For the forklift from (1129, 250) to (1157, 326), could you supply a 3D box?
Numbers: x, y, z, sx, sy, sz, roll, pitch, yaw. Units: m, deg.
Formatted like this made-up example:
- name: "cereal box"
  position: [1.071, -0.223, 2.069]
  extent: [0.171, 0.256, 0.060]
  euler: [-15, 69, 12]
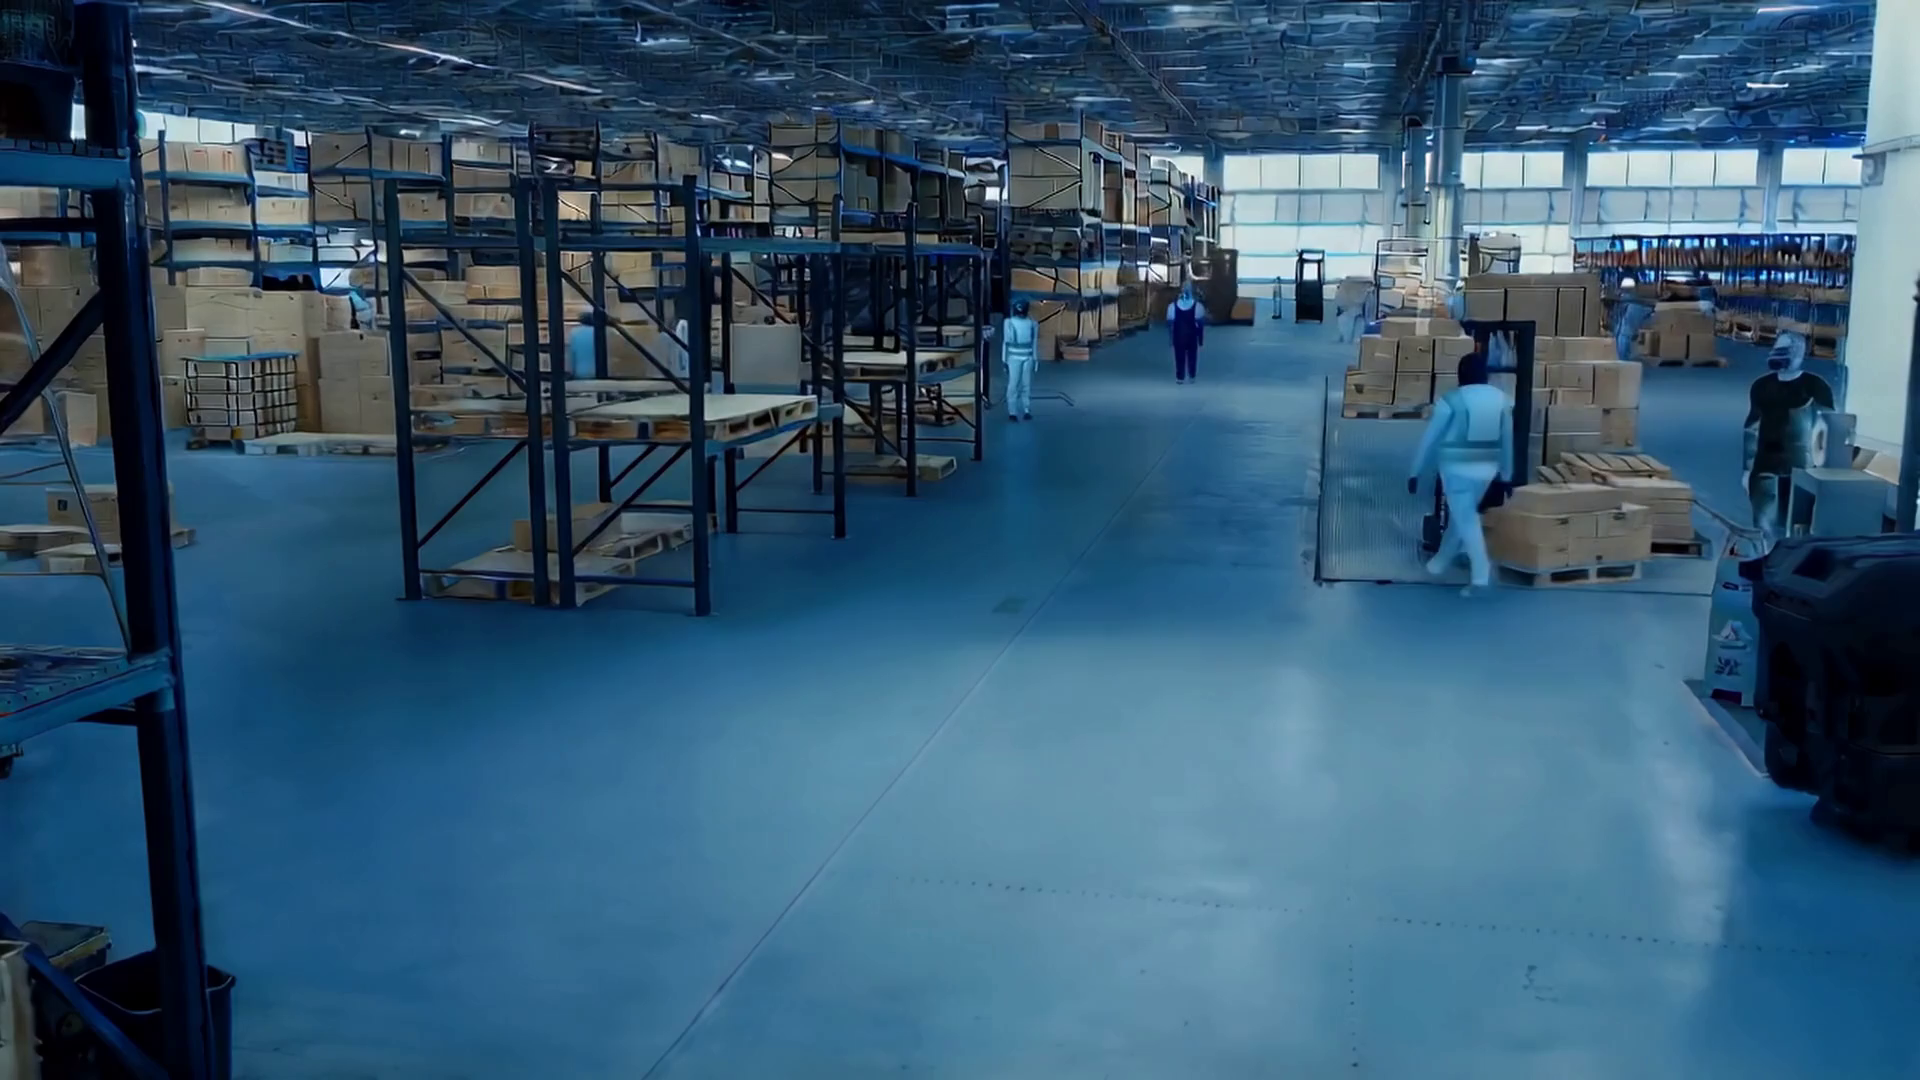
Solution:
- name: "forklift"
  position: [6.508, -9.357, 61.616]
  extent: [1.873, 2.768, 1.129]
  euler: [2, 10, 11]

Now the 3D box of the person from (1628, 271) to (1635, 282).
- name: "person"
  position: [32.410, -12.065, 80.553]
  extent: [0.678, 1.904, 0.482]
  euler: [-6, 11, -31]

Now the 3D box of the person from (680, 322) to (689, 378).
- name: "person"
  position: [-4.458, -3.070, 28.076]
  extent: [0.545, 1.617, 0.526]
  euler: [5, 11, 25]

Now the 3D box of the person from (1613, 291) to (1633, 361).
- name: "person"
  position: [13.337, -4.092, 33.517]
  extent: [0.384, 1.845, 0.510]
  euler: [3, 10, 15]

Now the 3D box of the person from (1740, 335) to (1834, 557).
- name: "person"
  position: [5.940, -0.511, 12.019]
  extent: [0.354, 1.936, 0.635]
  euler: [-5, 11, -30]

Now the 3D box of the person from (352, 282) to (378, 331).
- name: "person"
  position: [-14.833, -5.470, 41.480]
  extent: [0.591, 1.910, 0.387]
  euler: [-4, 10, -24]

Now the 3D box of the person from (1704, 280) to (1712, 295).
- name: "person"
  position: [36.606, -12.169, 81.475]
  extent: [0.943, 1.803, 0.562]
  euler: [4, 11, 25]

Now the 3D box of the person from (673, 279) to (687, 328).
- name: "person"
  position: [-6.801, -5.408, 40.858]
  extent: [0.436, 1.982, 0.627]
  euler: [8, 12, 38]

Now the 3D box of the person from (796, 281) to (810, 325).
- name: "person"
  position: [-5.922, -8.873, 62.339]
  extent: [0.405, 1.659, 0.599]
  euler: [-7, 12, -34]

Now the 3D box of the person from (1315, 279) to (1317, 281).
- name: "person"
  position: [14.809, -9.976, 68.839]
  extent: [0.546, 1.667, 0.701]
  euler: [-2, 10, -11]

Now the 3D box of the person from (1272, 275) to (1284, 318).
- name: "person"
  position: [13.398, -10.277, 70.237]
  extent: [0.421, 1.816, 0.585]
  euler: [-8, 13, -40]

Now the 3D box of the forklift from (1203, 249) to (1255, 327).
- name: "forklift"
  position: [9.764, -9.223, 60.819]
  extent: [1.873, 2.768, 1.129]
  euler: [-5, 11, -26]

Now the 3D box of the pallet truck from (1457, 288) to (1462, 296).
- name: "pallet truck"
  position: [20.506, -9.785, 68.819]
  extent: [0.653, 1.274, 1.630]
  euler: [2, 10, 12]

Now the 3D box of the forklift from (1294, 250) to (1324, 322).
- name: "forklift"
  position: [13.778, -10.002, 65.433]
  extent: [1.129, 2.768, 1.873]
  euler: [2, 10, 12]

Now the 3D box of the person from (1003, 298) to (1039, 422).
- name: "person"
  position: [0.933, -2.746, 25.413]
  extent: [0.587, 1.882, 0.341]
  euler: [-5, 11, -28]

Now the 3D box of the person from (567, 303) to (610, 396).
- name: "person"
  position: [-5.121, -2.340, 23.038]
  extent: [0.603, 1.883, 0.978]
  euler: [-5, 11, -29]

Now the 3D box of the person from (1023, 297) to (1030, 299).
- name: "person"
  position: [2.707, -9.301, 65.024]
  extent: [0.511, 1.608, 0.658]
  euler: [2, 10, 11]

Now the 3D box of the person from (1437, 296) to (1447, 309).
- name: "person"
  position: [11.250, -4.809, 38.415]
  extent: [0.933, 1.643, 0.522]
  euler: [1, 10, 8]

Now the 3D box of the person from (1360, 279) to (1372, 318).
- name: "person"
  position: [15.325, -8.997, 62.890]
  extent: [0.783, 1.733, 0.525]
  euler: [-7, 12, -35]

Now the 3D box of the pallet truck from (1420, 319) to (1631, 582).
- name: "pallet truck"
  position: [4.543, -0.757, 13.299]
  extent: [0.823, 1.965, 1.885]
  euler: [-4, 10, -22]

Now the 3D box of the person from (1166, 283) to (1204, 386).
- name: "person"
  position: [4.365, -4.005, 32.405]
  extent: [0.720, 2.000, 0.683]
  euler: [3, 10, 15]

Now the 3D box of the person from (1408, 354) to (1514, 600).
- name: "person"
  position: [3.701, -0.474, 12.288]
  extent: [0.728, 1.782, 0.983]
  euler: [-3, 10, -19]

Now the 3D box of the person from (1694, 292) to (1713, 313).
- name: "person"
  position: [19.688, -5.763, 44.066]
  extent: [0.501, 1.620, 0.427]
  euler: [1, 10, 5]

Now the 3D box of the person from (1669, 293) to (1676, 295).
- name: "person"
  position: [34.616, -12.044, 80.619]
  extent: [0.403, 1.835, 0.588]
  euler: [-4, 10, -24]
